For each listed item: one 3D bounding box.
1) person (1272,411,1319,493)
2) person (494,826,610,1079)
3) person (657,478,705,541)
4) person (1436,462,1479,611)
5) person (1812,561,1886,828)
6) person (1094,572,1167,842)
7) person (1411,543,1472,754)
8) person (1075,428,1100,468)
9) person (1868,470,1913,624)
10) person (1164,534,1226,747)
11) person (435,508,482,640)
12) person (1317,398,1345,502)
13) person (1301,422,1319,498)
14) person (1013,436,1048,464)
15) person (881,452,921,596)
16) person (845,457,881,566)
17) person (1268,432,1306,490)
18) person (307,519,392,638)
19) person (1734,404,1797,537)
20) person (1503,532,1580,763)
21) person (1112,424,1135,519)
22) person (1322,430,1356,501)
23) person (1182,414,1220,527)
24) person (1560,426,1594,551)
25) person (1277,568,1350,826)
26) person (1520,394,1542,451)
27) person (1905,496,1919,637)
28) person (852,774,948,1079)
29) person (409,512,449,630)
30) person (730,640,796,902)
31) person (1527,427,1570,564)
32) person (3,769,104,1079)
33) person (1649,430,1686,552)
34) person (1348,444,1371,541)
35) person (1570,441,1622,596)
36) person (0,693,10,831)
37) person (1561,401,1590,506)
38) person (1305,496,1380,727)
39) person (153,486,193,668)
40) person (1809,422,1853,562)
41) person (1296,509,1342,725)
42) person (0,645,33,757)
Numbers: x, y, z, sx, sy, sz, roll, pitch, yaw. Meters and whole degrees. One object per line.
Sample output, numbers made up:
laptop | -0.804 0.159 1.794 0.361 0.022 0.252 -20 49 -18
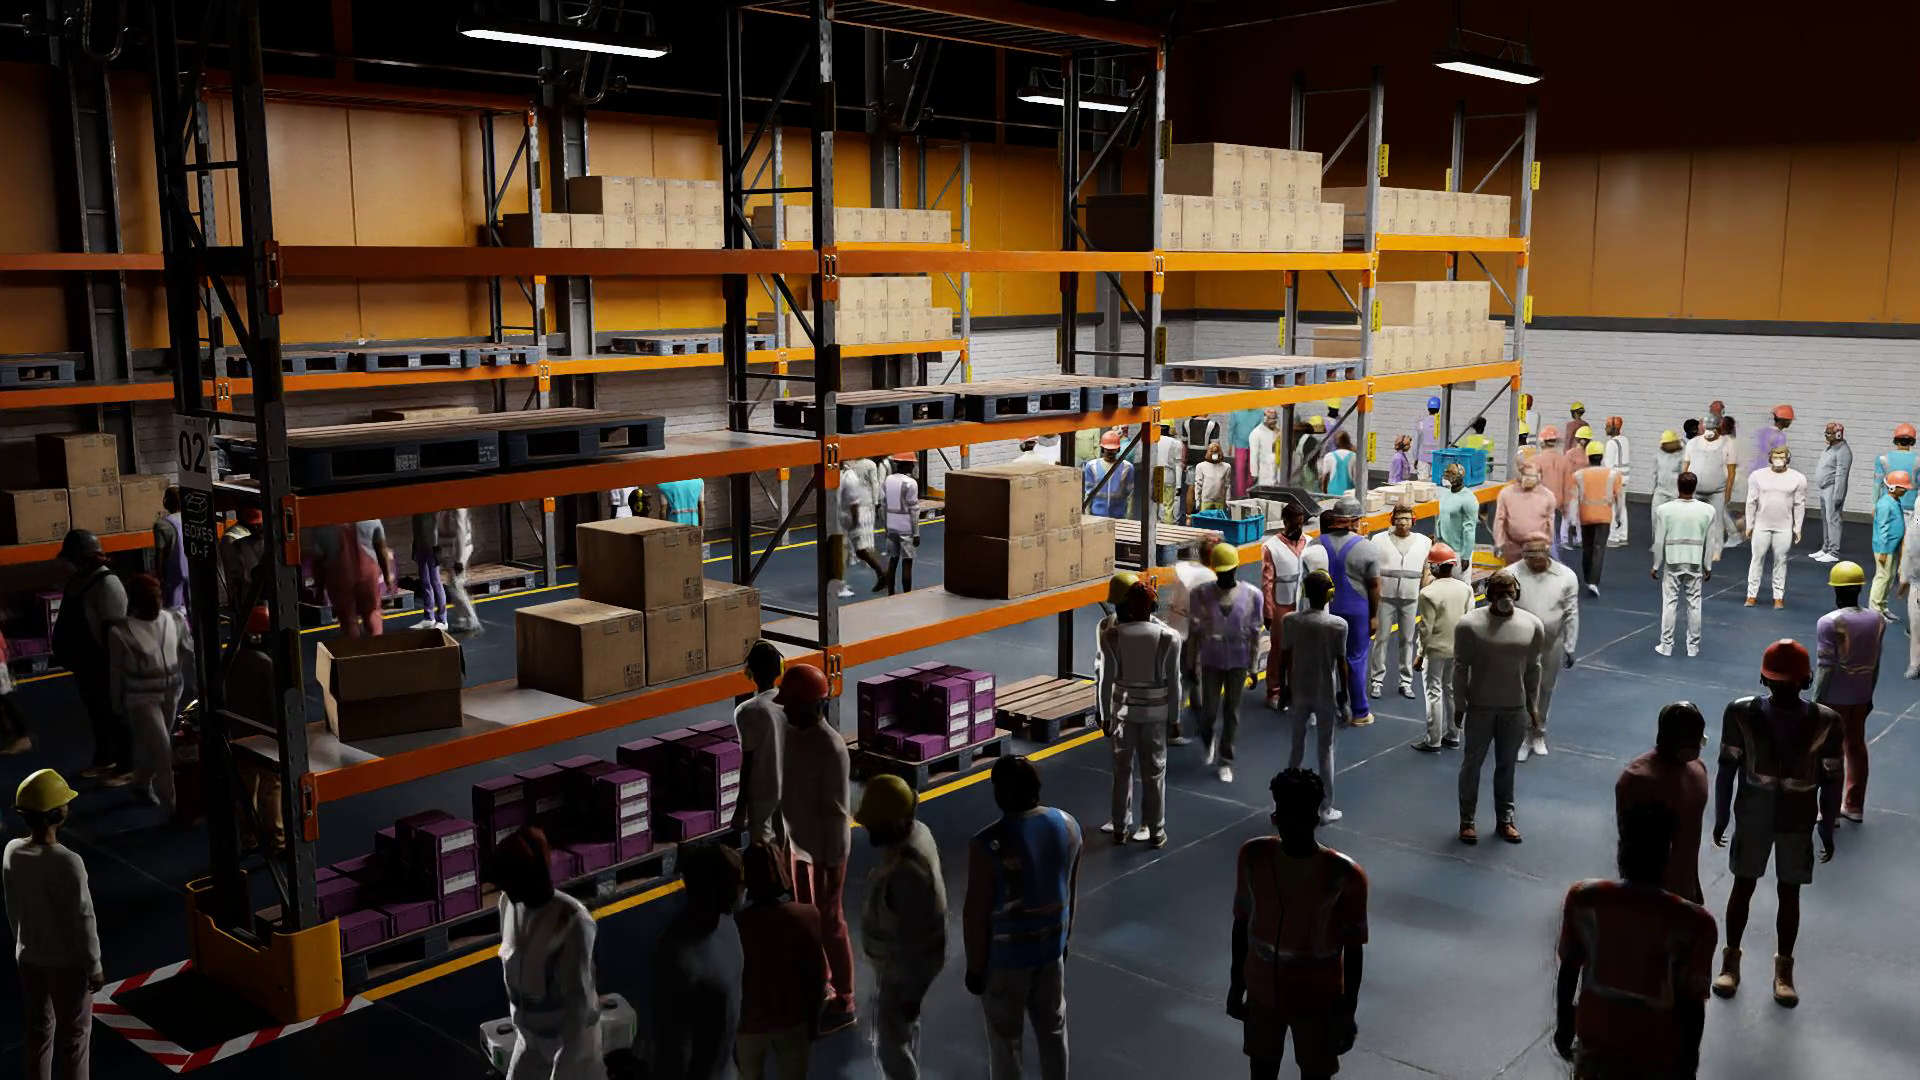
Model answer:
person | 4.707 -0.870 23.482 0.679 2.000 1.025 0 10 -2
person | -1.684 2.044 6.672 0.606 1.830 0.986 7 12 36
person | -3.269 -0.117 19.553 0.565 1.850 0.390 -5 11 -29
person | 5.331 0.124 17.894 0.380 1.930 0.626 -2 10 -14
person | 6.360 1.110 12.006 0.591 1.923 0.382 -4 10 -20
person | 1.196 1.160 11.752 0.594 1.912 0.399 7 12 36
person | 3.970 0.893 13.807 0.568 1.750 0.342 -6 11 -32
person | 2.013 -1.306 26.935 0.528 1.761 0.339 0 10 2
person | 10.491 0.073 18.756 0.351 1.738 0.575 9 13 42
person | 2.025 0.840 14.021 0.831 1.789 0.589 -4 10 -24
person | -5.442 0.156 17.893 0.405 1.873 0.635 -6 11 -31
person | 6.068 -1.396 27.064 0.585 1.886 0.872 -3 10 -19
person | 5.156 -0.905 24.737 0.320 1.694 0.535 6 11 32
person | 0.856 -0.431 20.996 0.623 1.992 0.396 -9 13 -44
person | -0.664 -0.126 19.362 0.545 1.933 0.376 9 13 43
person | -1.305 -0.525 22.300 0.487 1.746 0.288 4 10 23
person | 4.373 -0.580 22.371 0.593 1.841 0.975 -6 11 -32
person | -5.952 0.350 16.193 0.745 2.000 0.601 -6 11 -32
person | 11.747 -0.974 24.197 0.657 2.012 0.641 0 10 3
person | 4.709 0.874 13.576 0.631 1.873 0.686 2 10 11
person | 2.185 -0.690 22.806 0.407 1.910 0.638 1 10 8
person | 5.130 -0.556 22.355 0.521 1.820 0.437 3 10 16
person | 3.685 -1.186 25.419 0.611 2.030 0.410 5 11 28
person | 8.742 -0.727 23.472 0.521 1.760 0.337 -5 11 -25
person | 2.563 1.132 12.044 0.533 1.868 0.310 5 11 26
person | 9.417 -1.496 27.722 0.568 1.878 0.351 -4 10 -23
person | 10.533 0.106 17.920 0.610 1.958 0.366 0 10 -1
person | -0.277 1.915 7.645 0.448 1.789 0.627 1 10 5
person | -5.847 0.094 18.235 0.528 1.869 0.313 8 12 40
person | -1.125 1.512 9.785 0.311 1.863 0.534 9 13 44
person | 7.601 -0.483 21.554 0.623 1.939 1.001 -4 10 -20
person | -4.145 1.916 7.653 0.525 1.772 0.309 4 10 25
person | 9.852 -0.664 23.158 0.502 1.721 0.568 8 12 38
person | 5.356 -0.475 22.379 0.377 1.615 0.562 -1 10 -8
person | 7.788 -0.272 20.415 0.595 1.880 1.000 4 10 25
person | -6.895 1.265 11.470 0.526 1.798 0.721 1 10 4
person | 10.213 -1.418 27.608 0.535 1.753 0.339 -6 11 -31
person | 3.375 0.612 14.631 0.680 2.000 0.536 6 11 31
person | -7.809 0.375 16.672 0.355 1.834 0.524 8 12 38
person | 11.836 -0.650 22.605 0.401 1.900 0.642 2 10 11
person | 3.235 0.683 14.622 0.598 1.907 0.408 -3 10 -15
person | -8.018 1.004 13.436 0.534 1.639 0.888 8 12 39
